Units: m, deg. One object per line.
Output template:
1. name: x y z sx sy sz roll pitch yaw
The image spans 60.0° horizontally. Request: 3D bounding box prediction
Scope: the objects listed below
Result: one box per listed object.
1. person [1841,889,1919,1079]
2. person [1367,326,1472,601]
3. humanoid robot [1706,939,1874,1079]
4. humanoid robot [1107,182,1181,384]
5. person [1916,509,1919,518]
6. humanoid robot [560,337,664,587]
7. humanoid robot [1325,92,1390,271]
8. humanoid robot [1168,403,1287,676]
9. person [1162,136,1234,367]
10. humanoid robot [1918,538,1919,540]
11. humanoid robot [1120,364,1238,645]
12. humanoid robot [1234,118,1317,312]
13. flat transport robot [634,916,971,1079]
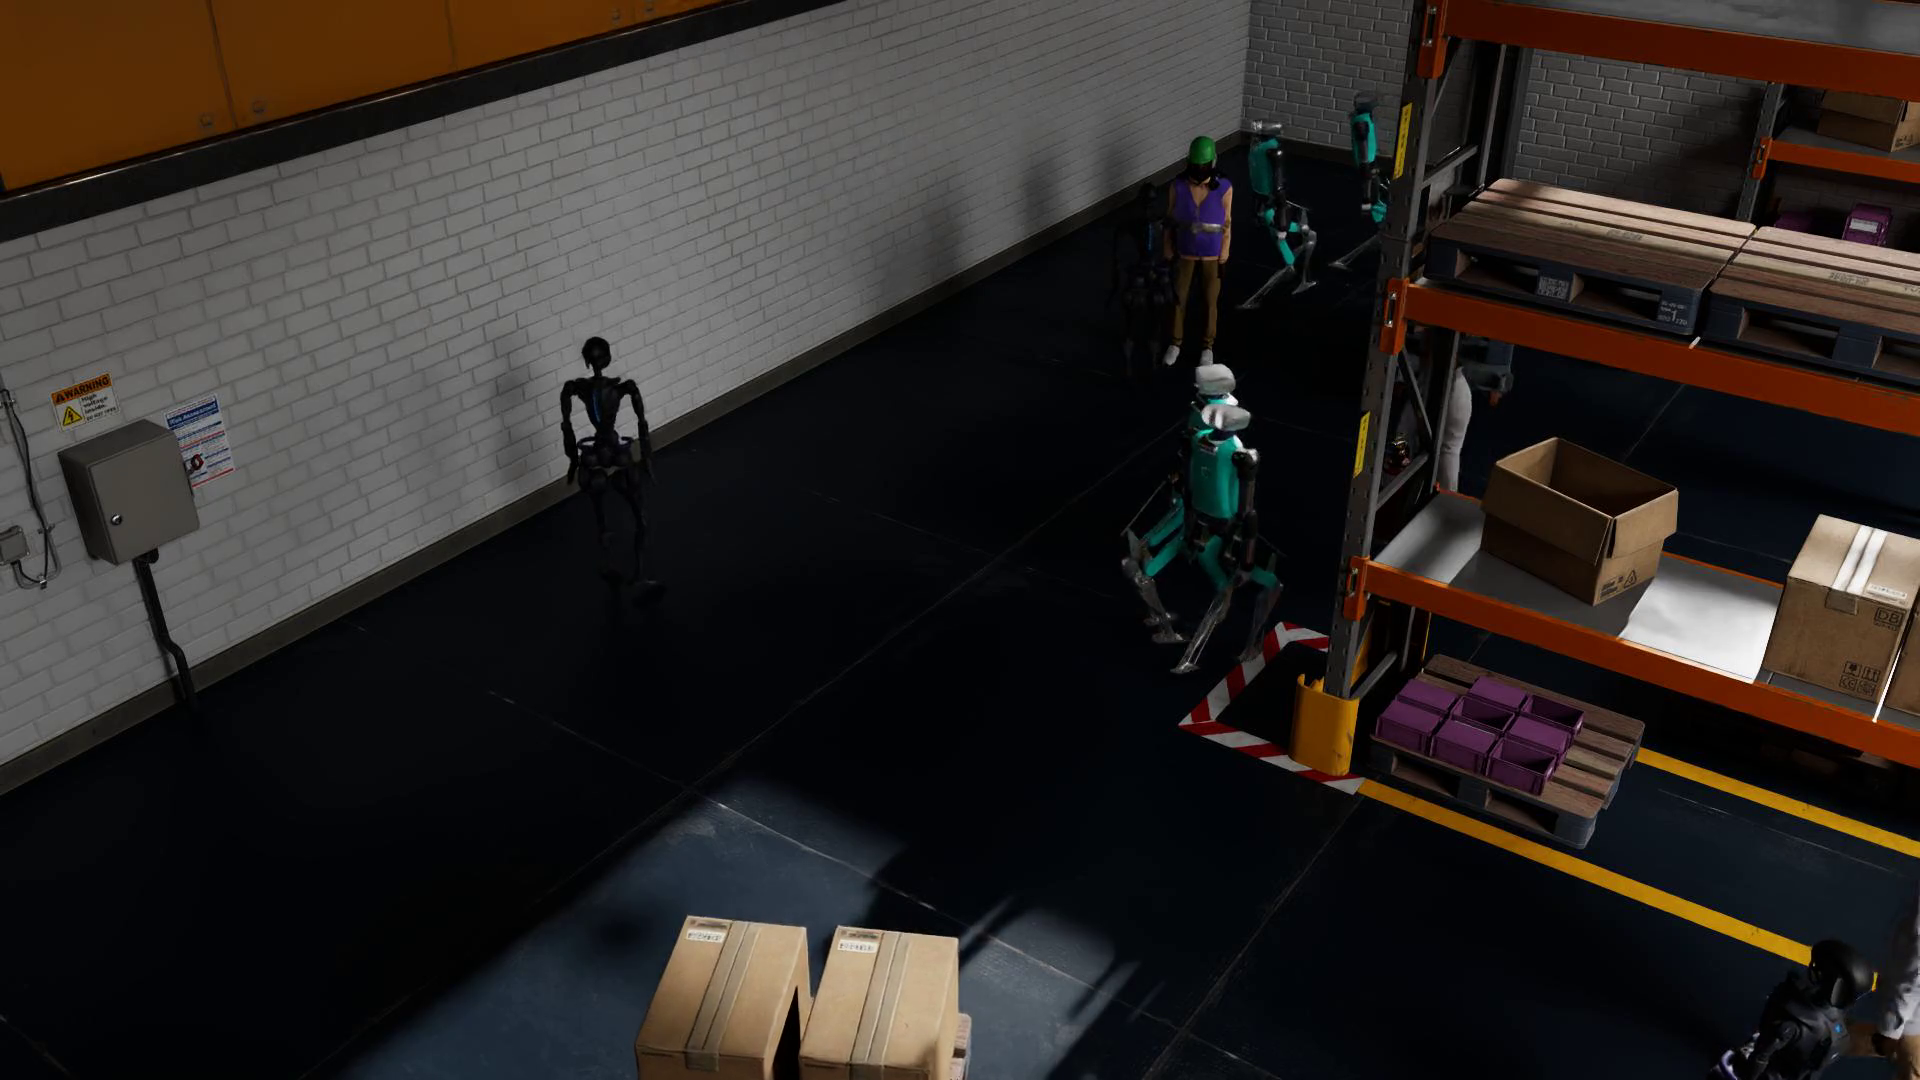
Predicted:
1. person: 3.709 1.749 6.540 0.693 1.725 0.573 22 36 33
2. person: 2.940 -0.445 10.219 0.852 1.871 0.683 3 30 5
3. humanoid robot: 2.905 2.041 6.167 0.589 1.610 0.833 -19 35 -30
4. humanoid robot: 1.461 -2.017 13.122 0.587 1.650 0.327 -3 30 -5
5. person: 6.756 -0.898 10.990 0.403 1.876 0.565 -1 30 -1
6. humanoid robot: -2.207 -0.449 10.415 0.610 1.647 0.468 2 30 3
7. humanoid robot: 3.877 -3.163 15.063 0.946 1.732 0.549 5 30 9
8. humanoid robot: 1.605 -0.014 9.607 0.903 1.775 0.564 -23 37 -34
9. person: 1.909 -2.320 13.415 0.529 1.924 0.428 6 31 11
10. humanoid robot: 5.594 0.084 9.488 0.343 1.650 0.601 9 31 16
11. humanoid robot: 1.241 -0.169 9.861 0.735 1.776 0.531 -9 31 -15
12. humanoid robot: 2.934 -2.846 14.561 1.014 1.768 0.532 -10 31 -17
13. flat transport robot: -0.612 2.464 6.765 0.659 0.231 1.431 4 30 7
